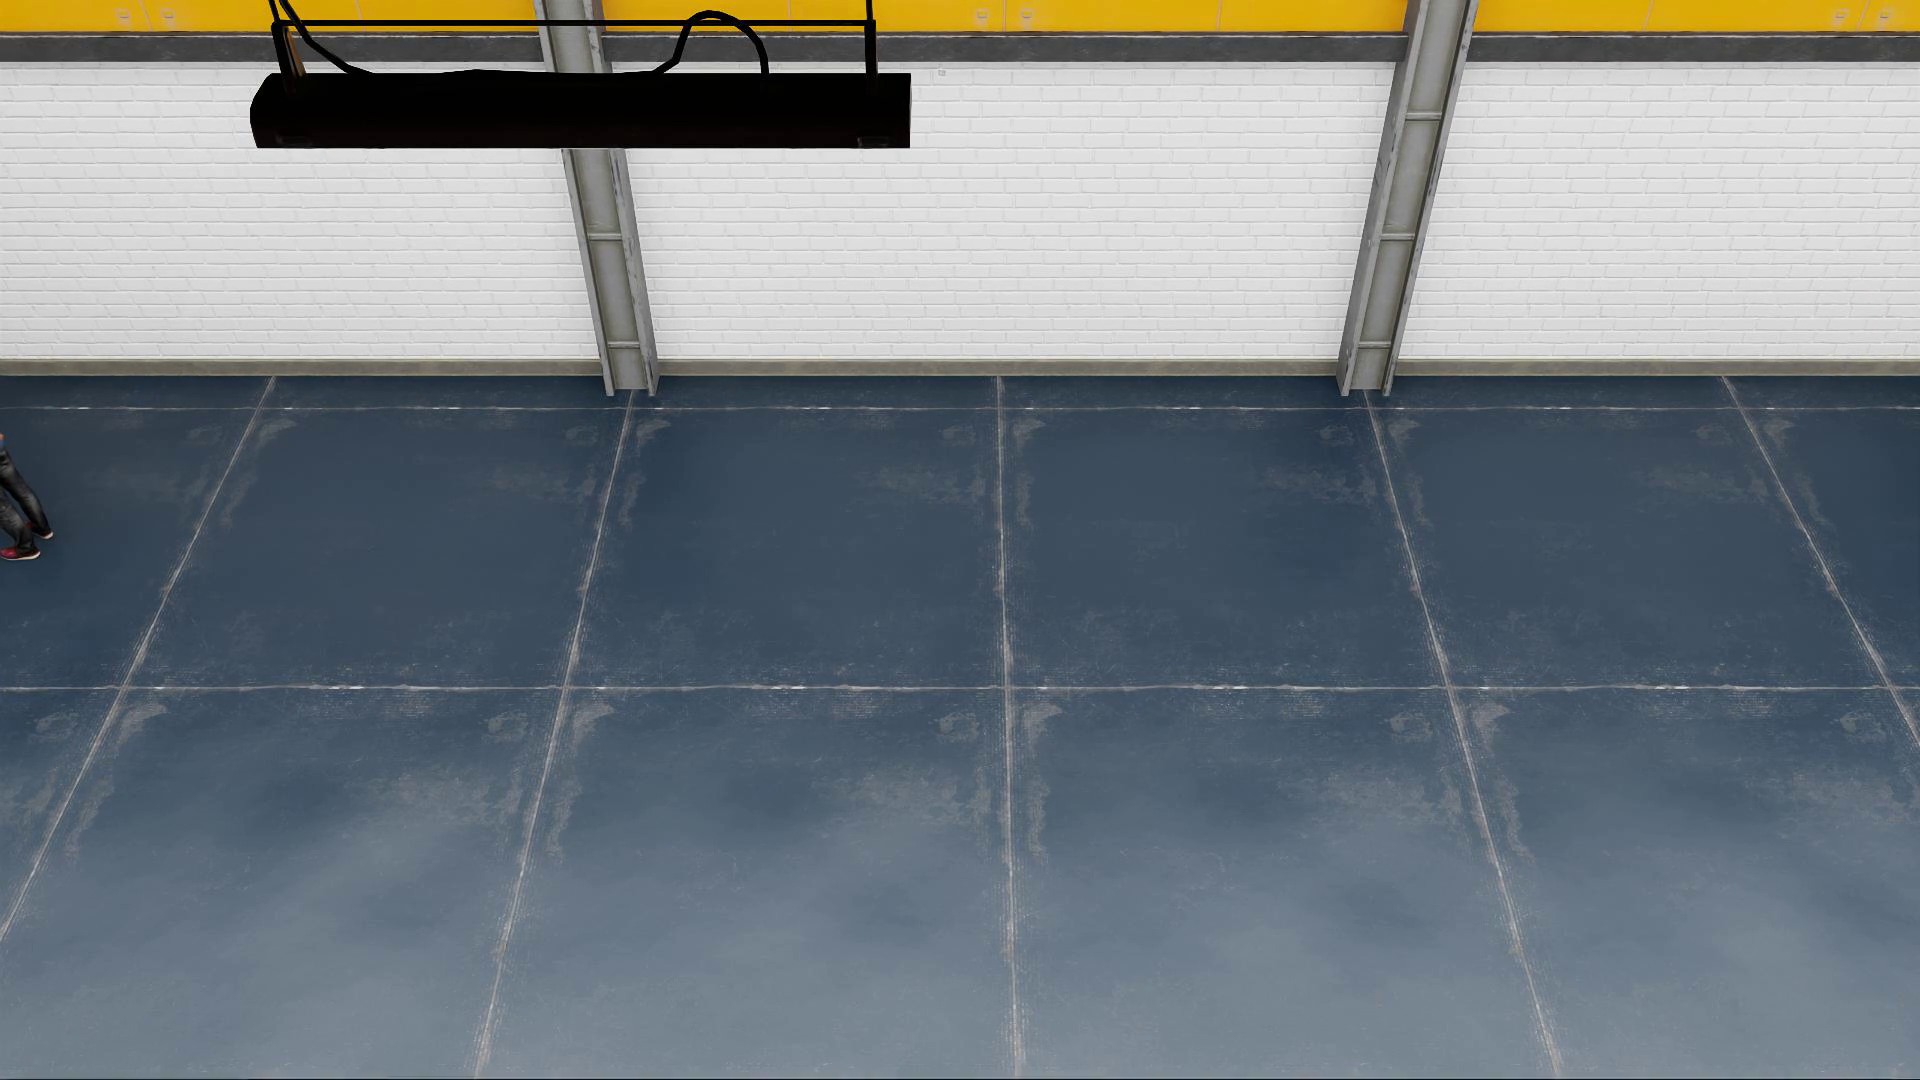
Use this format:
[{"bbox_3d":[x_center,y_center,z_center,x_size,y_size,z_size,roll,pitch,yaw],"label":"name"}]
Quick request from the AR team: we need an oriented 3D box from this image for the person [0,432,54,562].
[{"bbox_3d":[-6.864,-0.607,11.665,0.594,1.805,0.690,7,44,7],"label":"person"}]
